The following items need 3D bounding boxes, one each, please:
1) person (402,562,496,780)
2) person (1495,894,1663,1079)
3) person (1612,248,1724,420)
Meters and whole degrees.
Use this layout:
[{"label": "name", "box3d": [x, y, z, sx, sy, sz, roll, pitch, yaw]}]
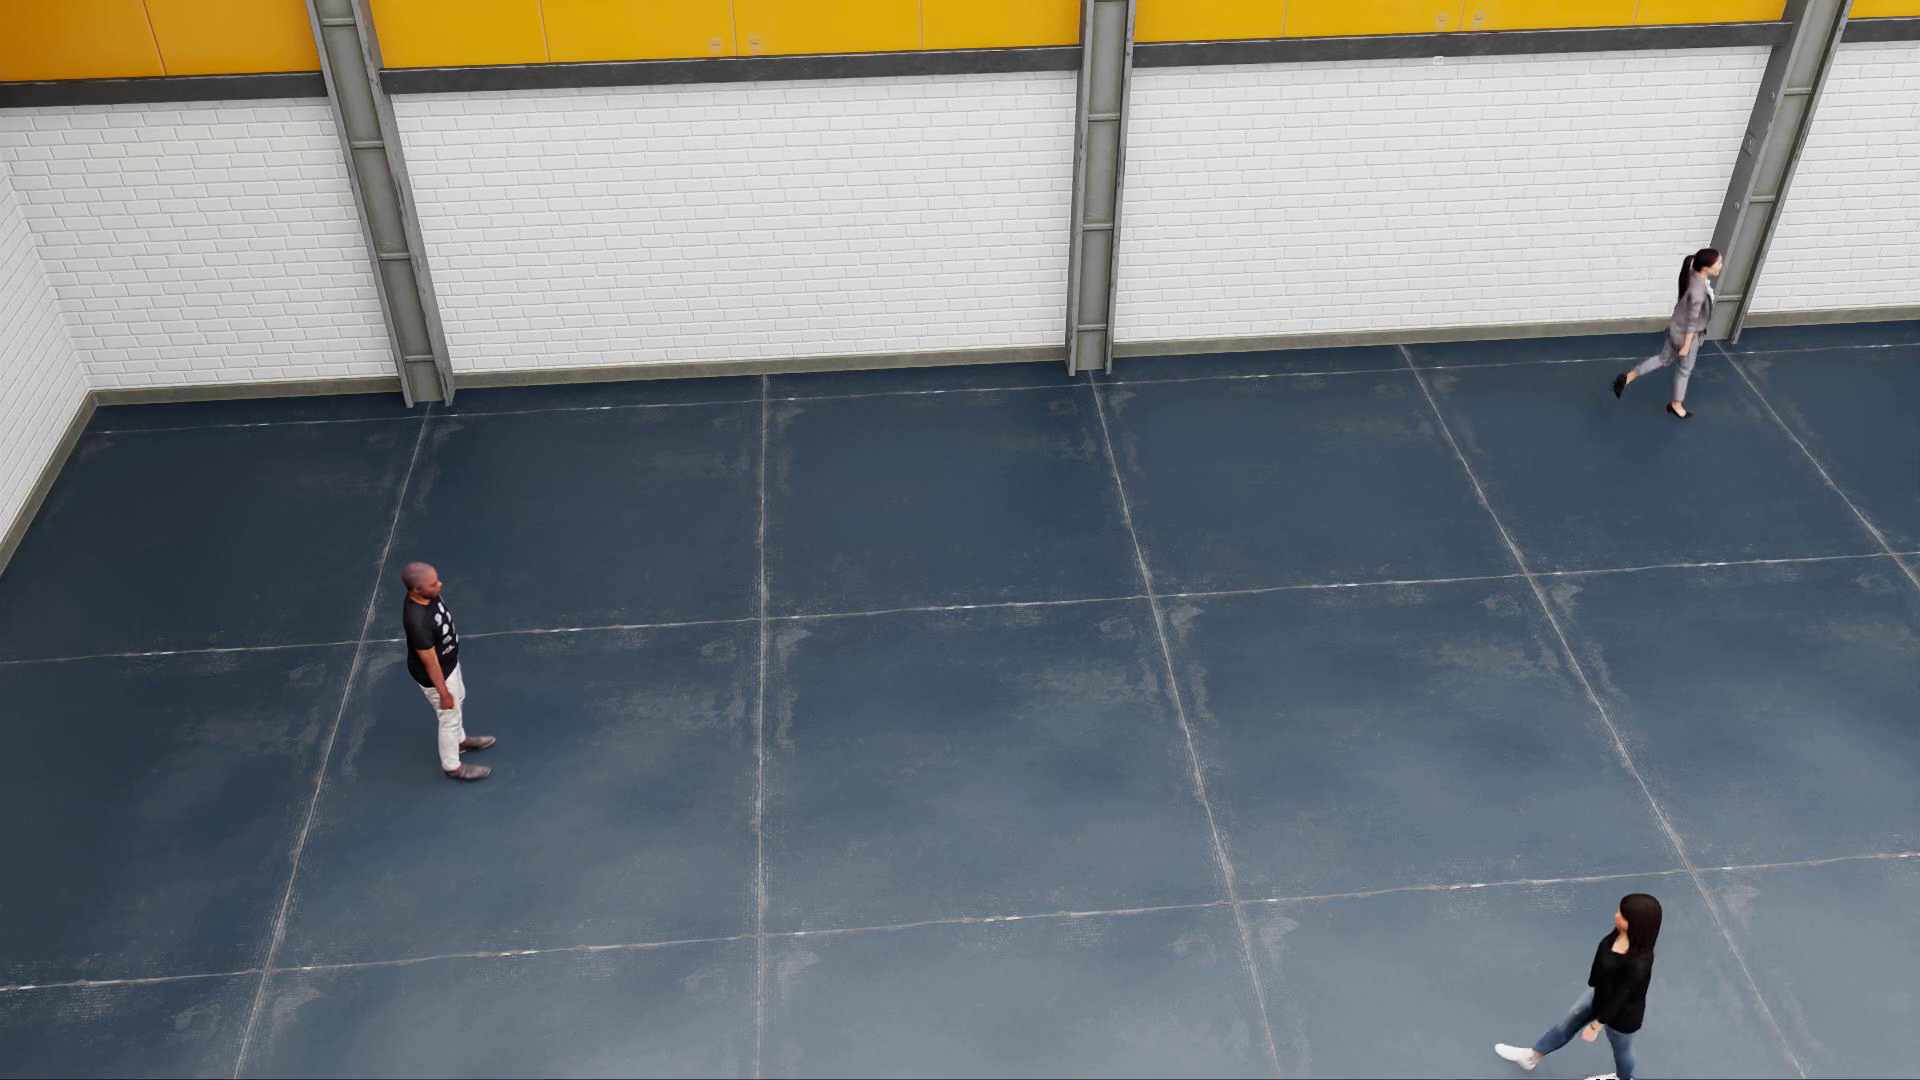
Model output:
[{"label": "person", "box3d": [-3.443, 0.848, 10.935, 0.640, 1.800, 0.687, -7, 39, -9]}, {"label": "person", "box3d": [3.634, 2.503, 9.011, 1.047, 1.614, 0.727, 4, 39, 5]}, {"label": "person", "box3d": [6.152, -1.783, 14.343, 1.019, 1.657, 0.738, 5, 39, 6]}]
